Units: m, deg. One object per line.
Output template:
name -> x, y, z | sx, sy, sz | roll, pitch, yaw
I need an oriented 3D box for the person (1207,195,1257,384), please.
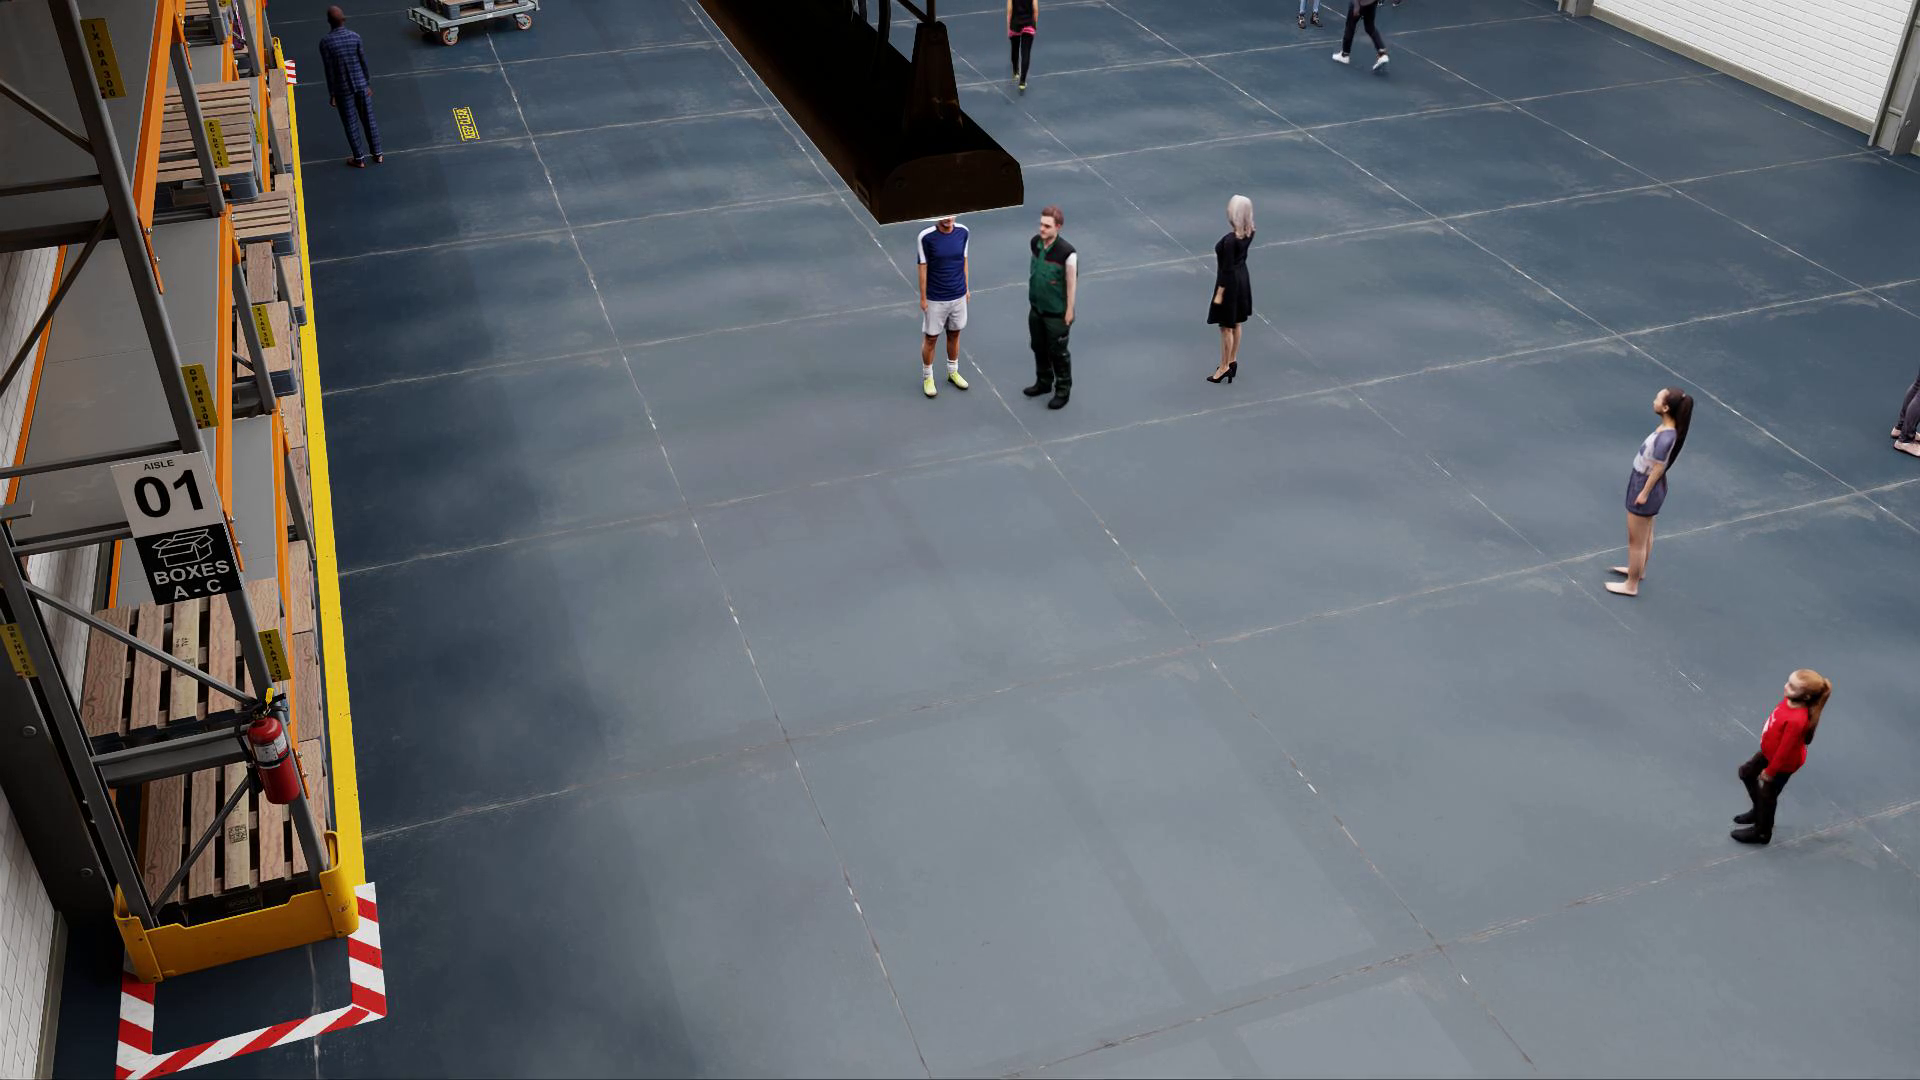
person -> 2.380, -2.204, 14.609 | 0.738, 1.747, 0.698 | 20, 38, 27

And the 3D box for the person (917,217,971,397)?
person -> -0.141, -2.152, 14.448 | 0.656, 1.839, 0.587 | -16, 37, -22

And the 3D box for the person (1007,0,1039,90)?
person -> 0.795, -6.563, 21.377 | 0.862, 1.514, 1.093 | 5, 34, 7

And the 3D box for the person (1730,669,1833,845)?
person -> 4.879, 1.284, 9.790 | 0.657, 1.273, 0.584 | 9, 35, 13

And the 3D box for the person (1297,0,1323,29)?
person -> 5.079, -8.182, 23.628 | 0.593, 1.719, 0.515 | -10, 35, -14

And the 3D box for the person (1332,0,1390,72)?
person -> 5.425, -7.086, 21.918 | 0.905, 1.786, 1.213 | -20, 39, -28

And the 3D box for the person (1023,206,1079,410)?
person -> 0.788, -2.003, 14.227 | 0.771, 1.836, 0.626 | -26, 41, -33

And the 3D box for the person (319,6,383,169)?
person -> -6.984, -5.194, 19.044 | 0.739, 1.818, 0.714 | -26, 41, -33

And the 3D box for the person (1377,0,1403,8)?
person -> 6.423, -8.786, 24.484 | 0.691, 1.777, 0.717 | 9, 35, 14

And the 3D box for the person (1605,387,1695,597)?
person -> 4.953, -0.354, 11.914 | 0.700, 1.649, 0.669 | 19, 38, 27
